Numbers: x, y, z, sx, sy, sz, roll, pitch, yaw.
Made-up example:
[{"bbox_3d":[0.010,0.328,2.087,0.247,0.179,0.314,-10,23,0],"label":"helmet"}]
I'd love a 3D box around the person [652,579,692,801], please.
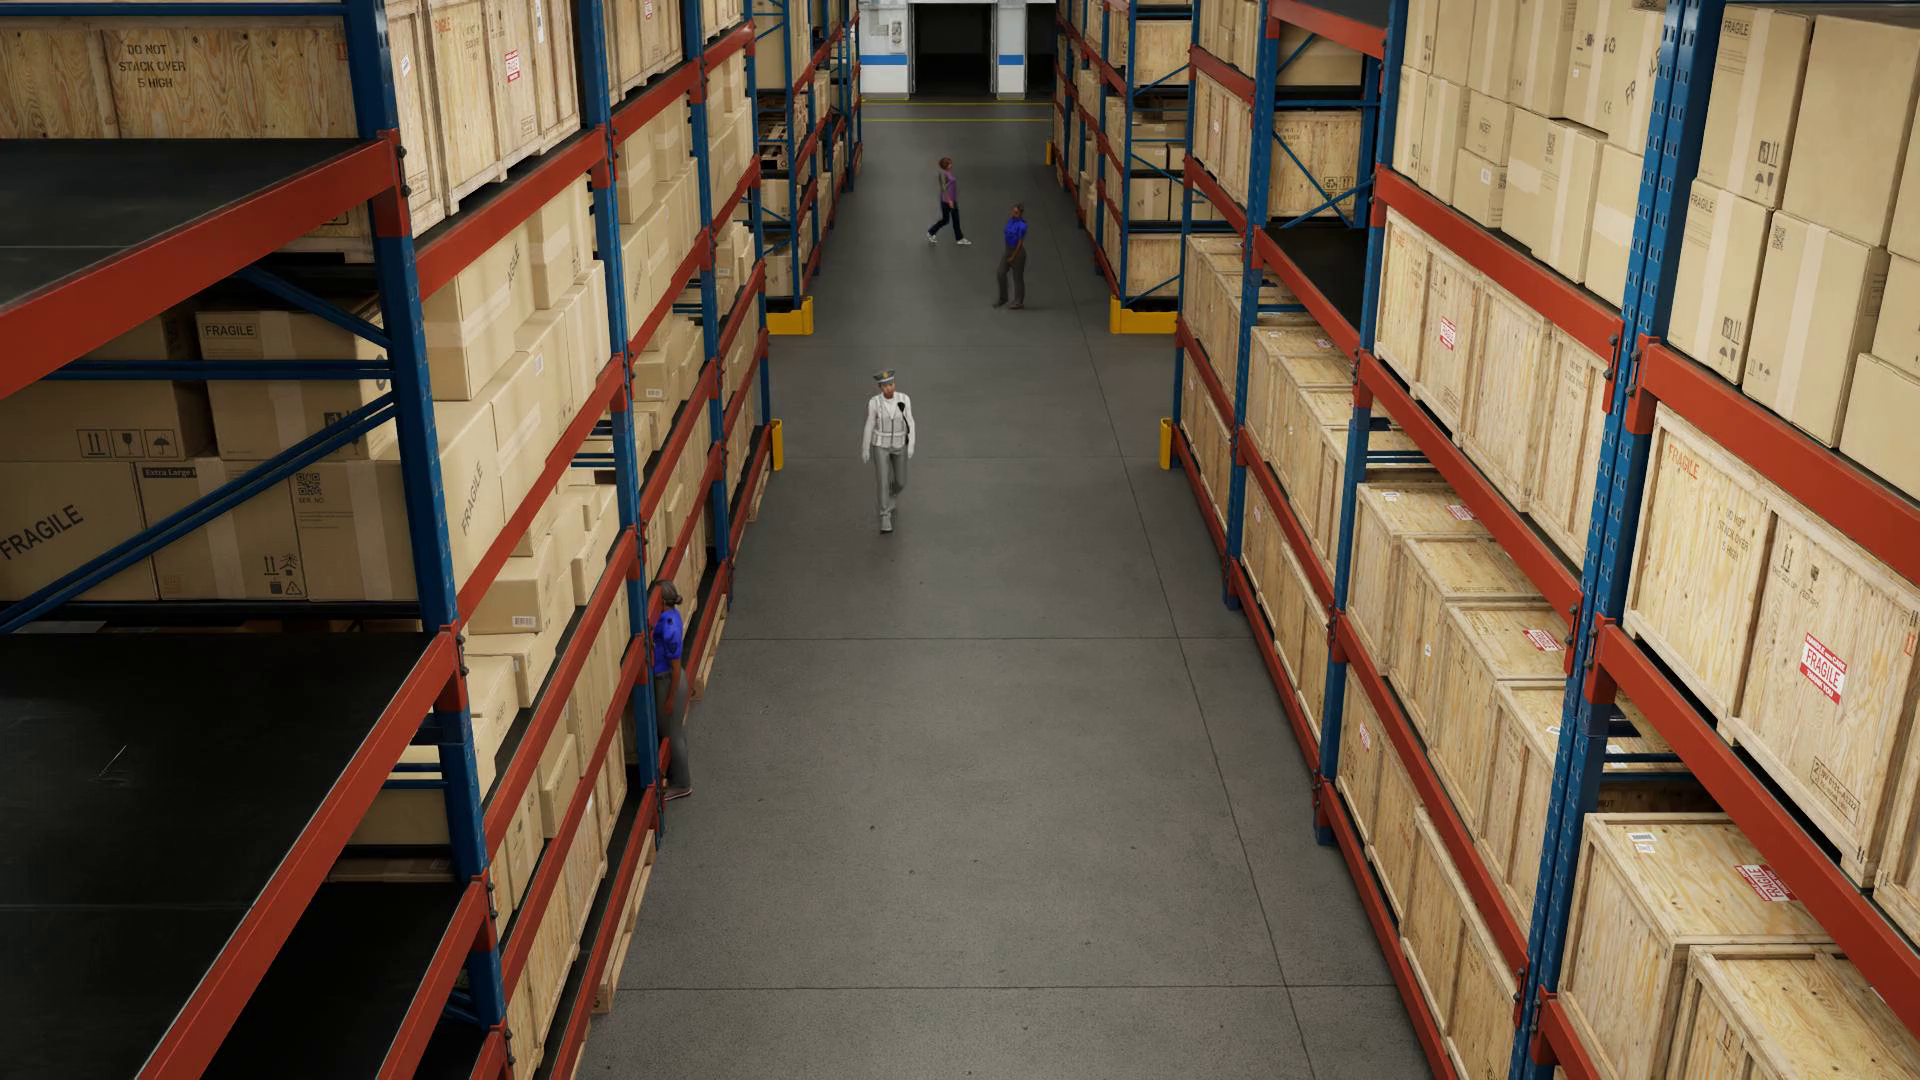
[{"bbox_3d":[-2.126,1.057,11.979,0.338,1.660,0.441,-4,22,-10],"label":"person"}]

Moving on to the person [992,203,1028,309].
[{"bbox_3d":[0.809,-4.410,25.840,0.473,1.662,0.501,-15,26,-33],"label":"person"}]

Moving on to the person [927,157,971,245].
[{"bbox_3d":[-0.199,-6.220,30.508,0.808,1.571,0.412,9,23,22],"label":"person"}]

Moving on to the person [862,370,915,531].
[{"bbox_3d":[-0.745,-0.979,17.088,0.551,1.669,0.677,-5,22,-12],"label":"person"}]
